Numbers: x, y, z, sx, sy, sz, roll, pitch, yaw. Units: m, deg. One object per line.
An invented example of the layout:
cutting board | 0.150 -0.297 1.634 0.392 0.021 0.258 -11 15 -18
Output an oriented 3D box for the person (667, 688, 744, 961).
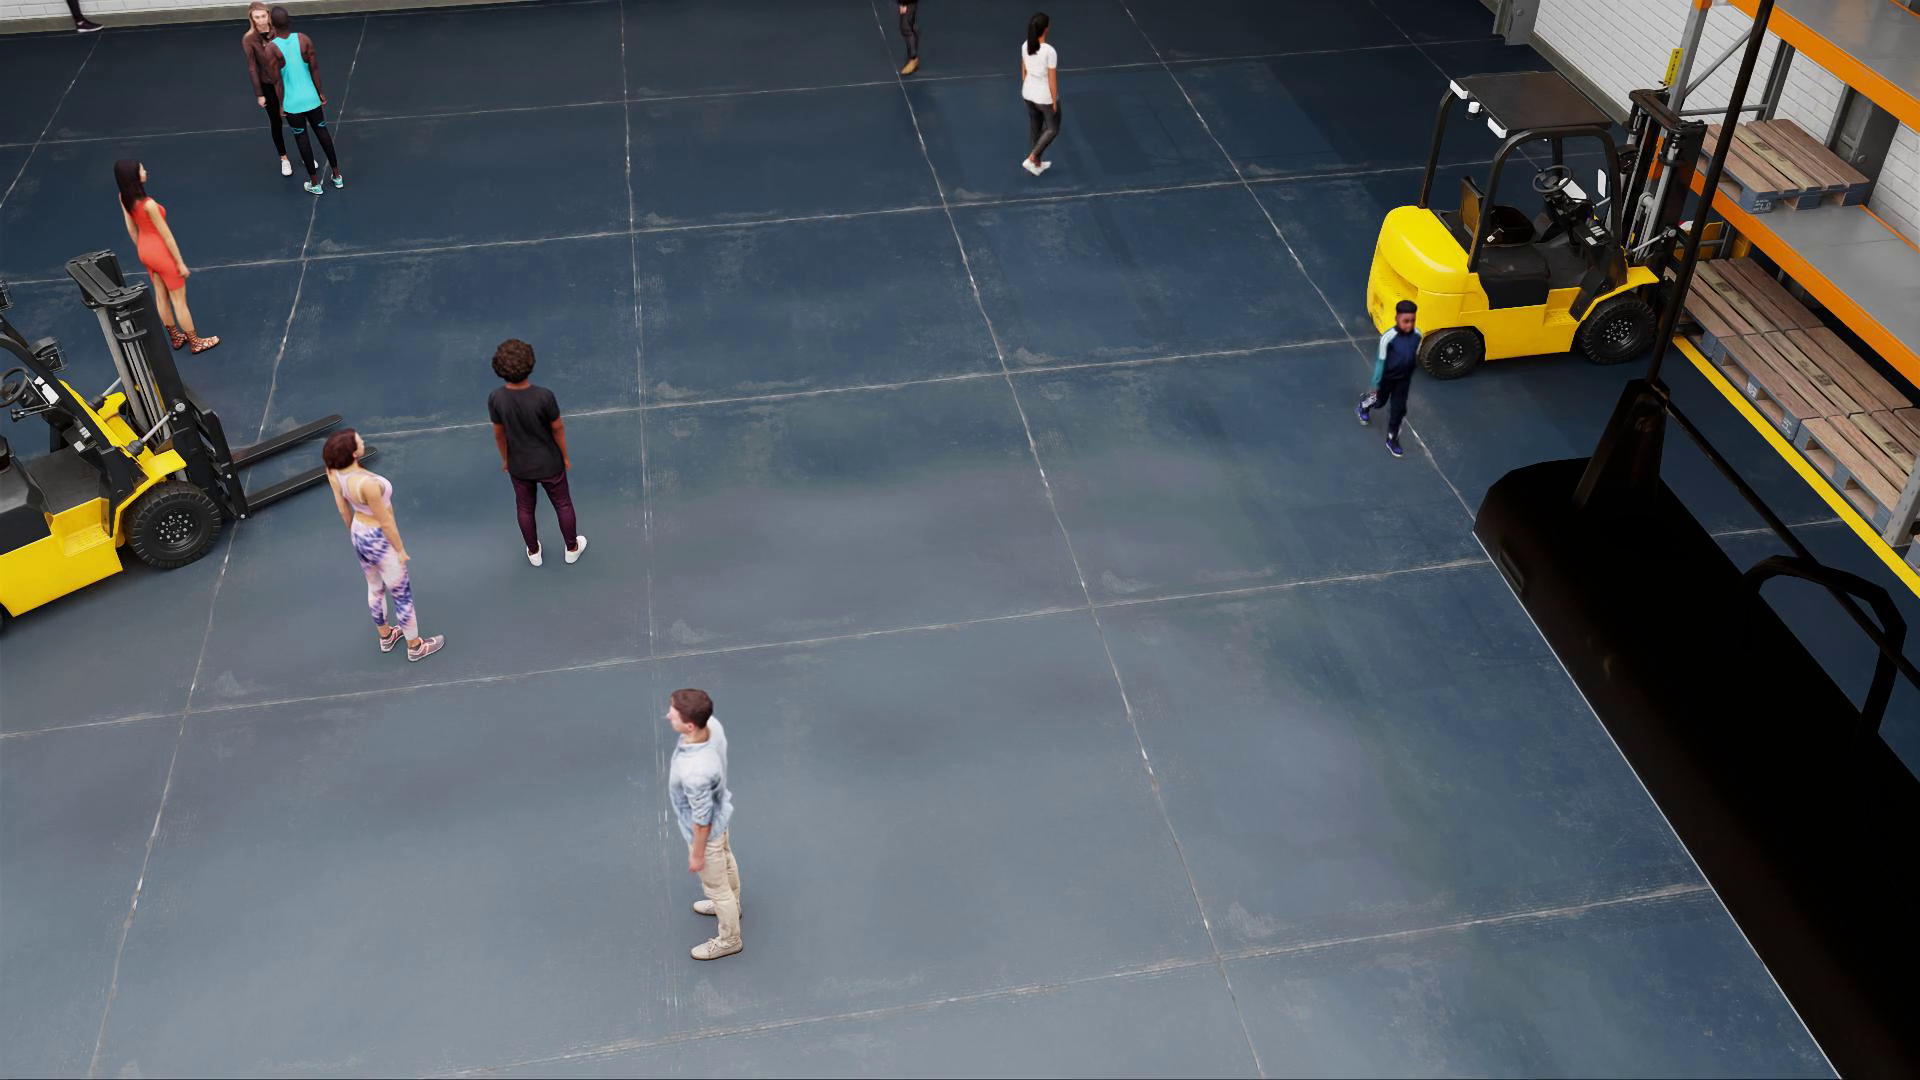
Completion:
person | -1.320 1.472 8.704 0.733 1.848 0.531 -2 39 -2

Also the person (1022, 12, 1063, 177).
person | 0.732 -4.244 16.034 0.812 1.633 0.858 29 47 31

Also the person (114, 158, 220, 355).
person | -6.522 -2.304 13.537 0.673 1.718 0.715 19 42 22

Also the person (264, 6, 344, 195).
person | -6.264 -4.177 15.808 0.687 1.811 0.683 -27 46 -30

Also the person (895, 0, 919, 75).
person | -0.567 -5.988 18.167 0.871 1.696 0.462 2 39 2

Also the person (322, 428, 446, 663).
person | -3.710 0.025 10.582 0.687 1.766 0.730 19 42 22

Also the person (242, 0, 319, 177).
person | -6.629 -4.410 16.186 0.673 1.703 0.638 -22 44 -26

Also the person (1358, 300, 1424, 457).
person | 3.280 -1.292 12.651 0.530 1.242 0.837 -8 39 -10

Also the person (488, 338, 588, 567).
person | -2.903 -0.580 11.325 0.619 1.784 0.581 -4 39 -5
